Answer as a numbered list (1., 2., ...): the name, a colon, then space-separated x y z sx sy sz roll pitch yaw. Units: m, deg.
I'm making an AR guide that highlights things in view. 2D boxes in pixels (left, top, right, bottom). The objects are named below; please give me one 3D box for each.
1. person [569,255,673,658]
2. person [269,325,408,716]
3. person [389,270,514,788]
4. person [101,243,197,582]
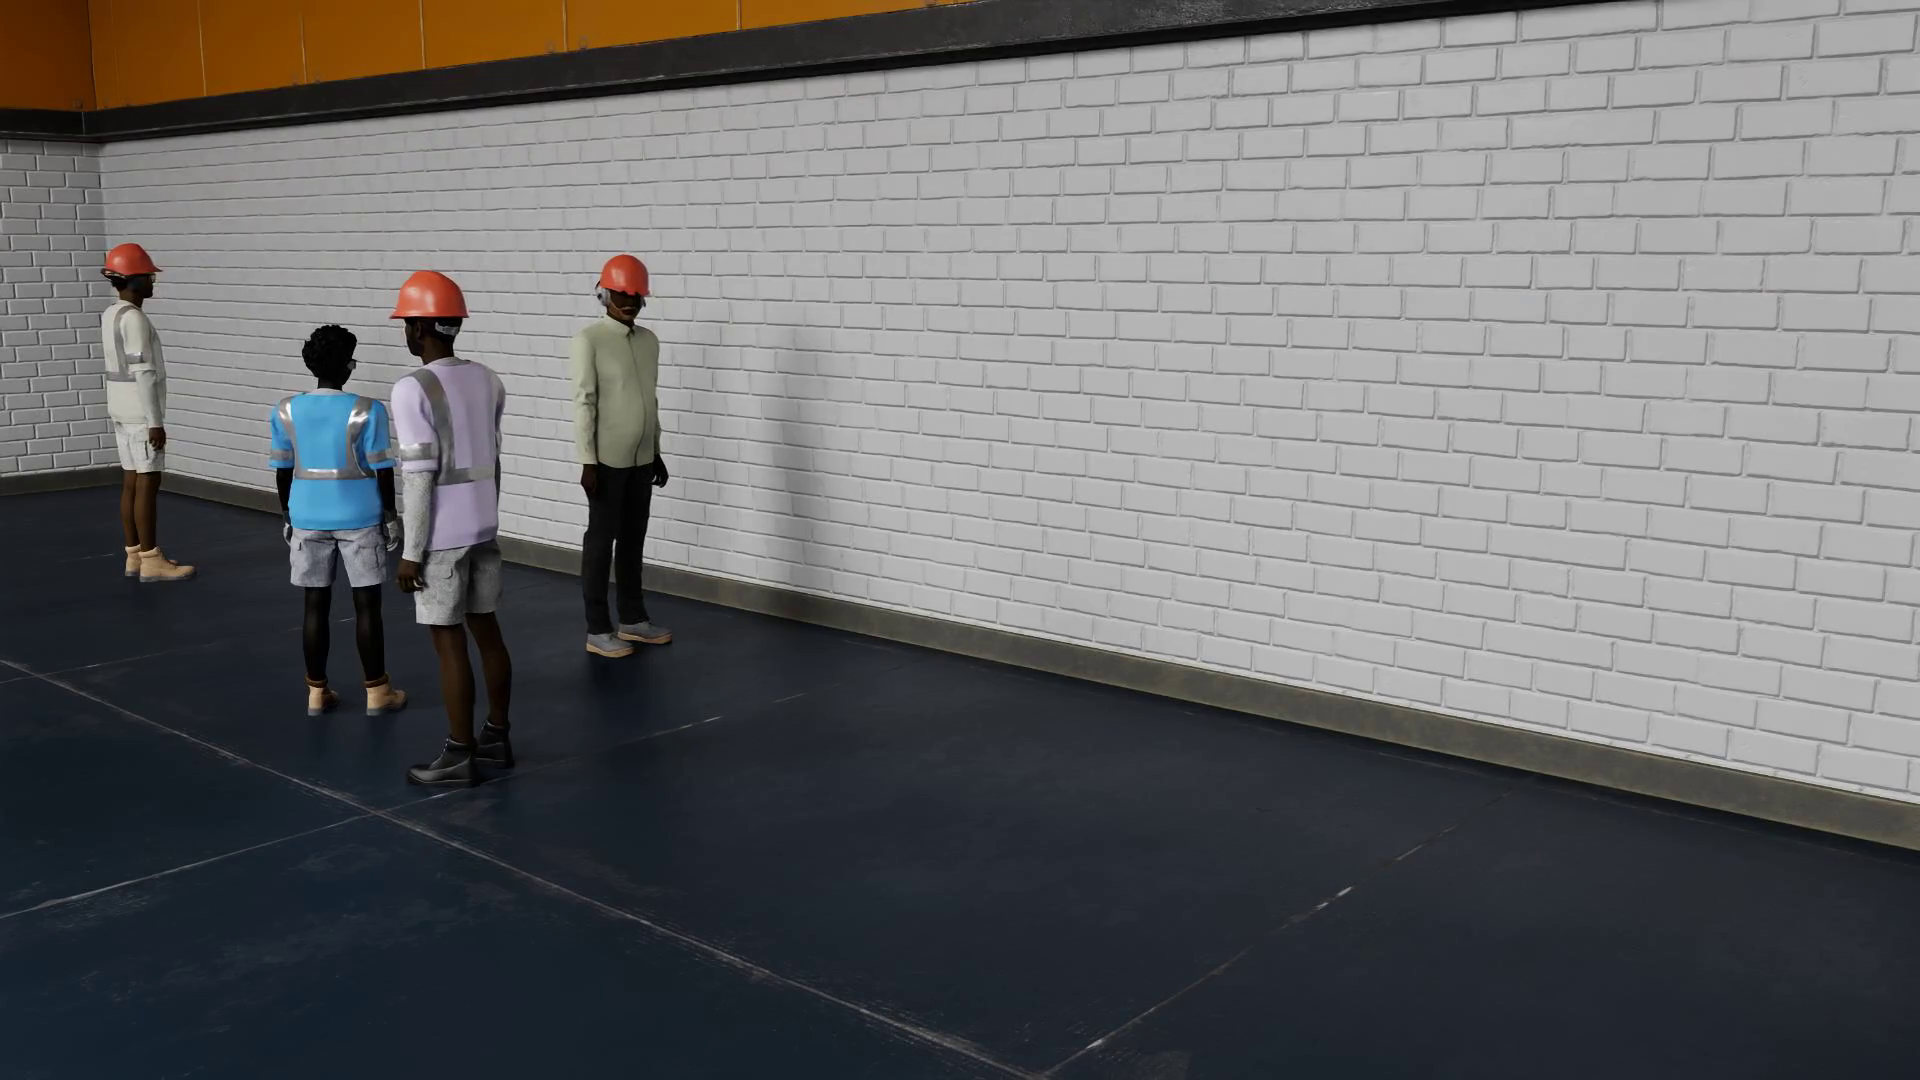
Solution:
1. person: -1.681 -0.423 8.342 0.400 1.987 0.612 5 11 28
2. person: -2.683 -0.077 7.197 0.541 1.695 0.316 0 10 3
3. person: -1.931 -0.032 6.254 0.373 1.939 0.545 4 11 21
4. person: -4.978 -0.768 10.136 0.368 2.048 0.607 -9 13 -41
